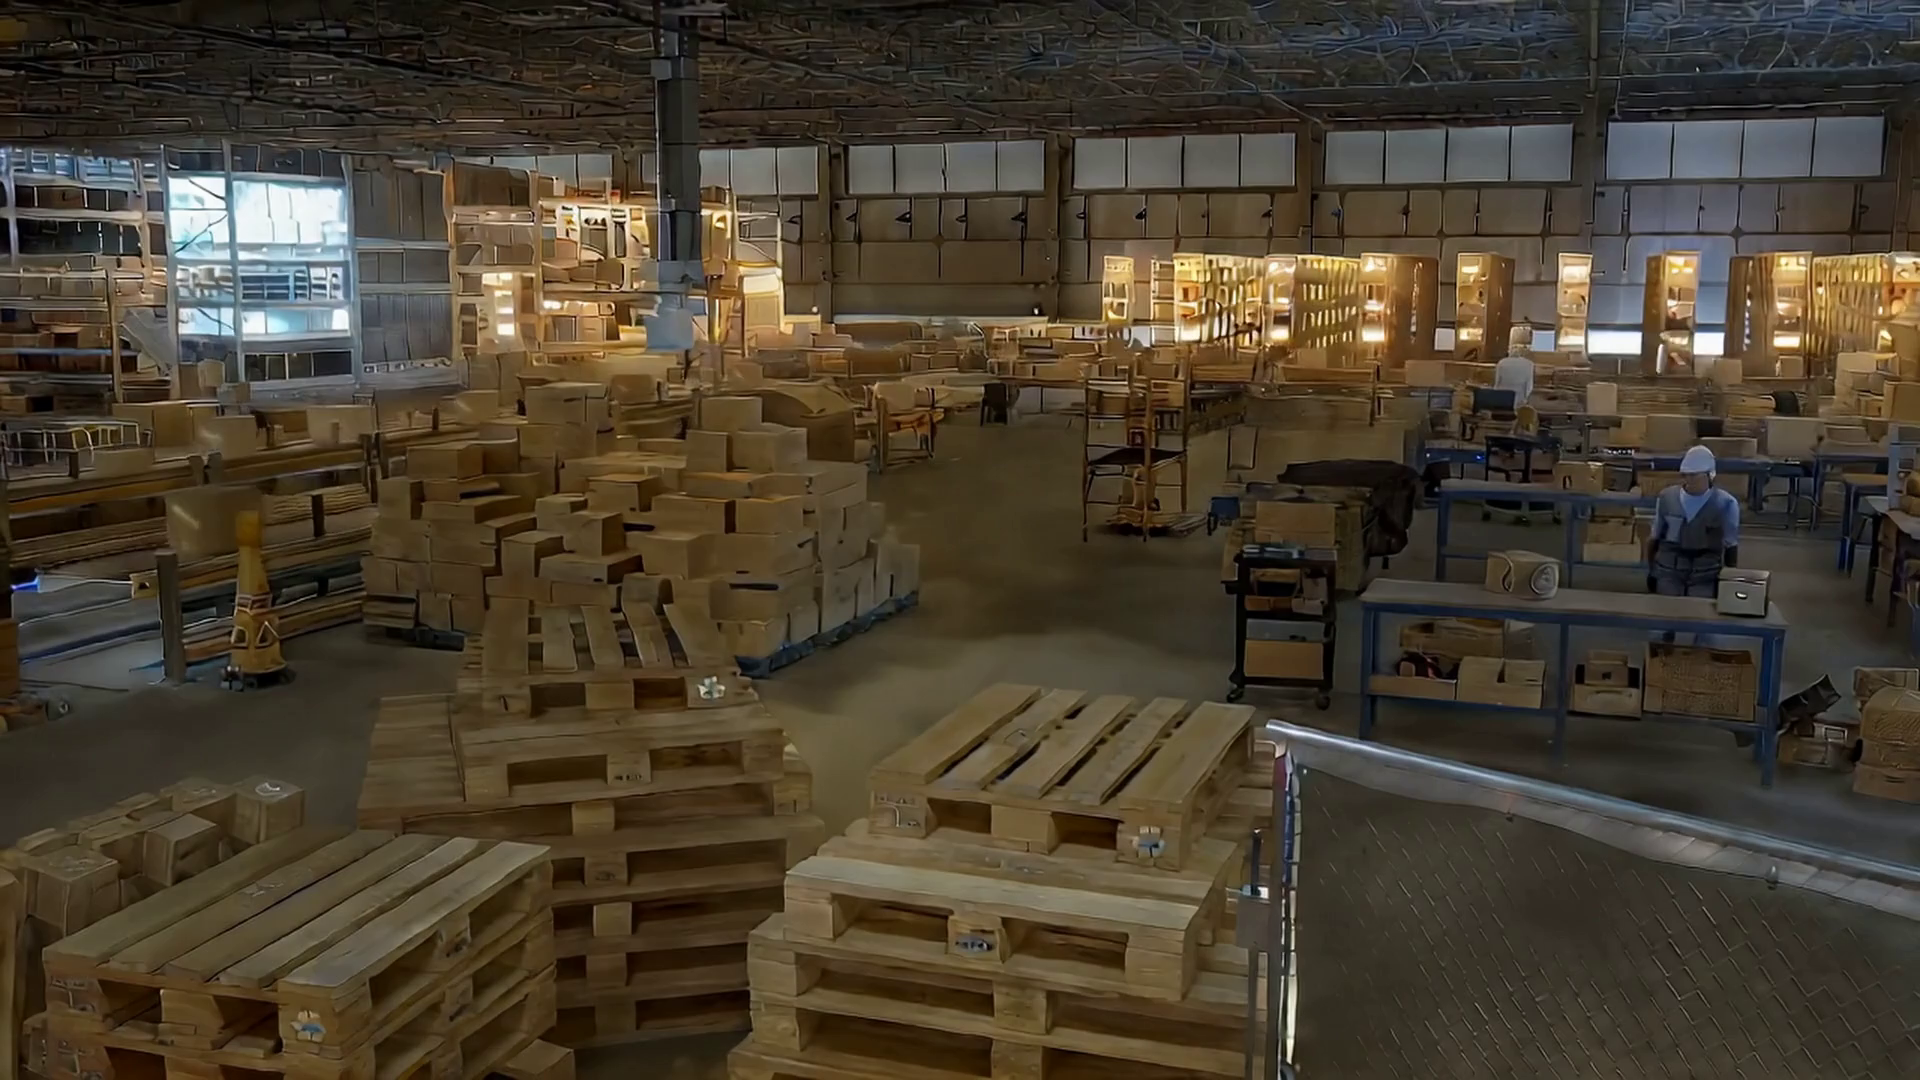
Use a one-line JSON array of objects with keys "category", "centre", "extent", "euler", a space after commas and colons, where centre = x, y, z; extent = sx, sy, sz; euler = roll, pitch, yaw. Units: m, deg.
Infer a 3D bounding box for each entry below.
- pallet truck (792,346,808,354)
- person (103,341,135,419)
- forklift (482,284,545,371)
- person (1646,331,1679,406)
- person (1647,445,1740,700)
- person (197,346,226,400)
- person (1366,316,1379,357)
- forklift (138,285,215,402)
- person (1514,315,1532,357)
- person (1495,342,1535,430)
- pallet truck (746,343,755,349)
[{"category": "pallet truck", "centre": [-3.705, -4.298, 42.022], "extent": [0.653, 1.274, 1.630], "euler": [3, 10, 20]}, {"category": "person", "centre": [-14.297, -2.423, 28.303], "extent": [0.385, 1.929, 0.539], "euler": [6, 11, 31]}, {"category": "forklift", "centre": [-10.832, -4.702, 39.610], "extent": [1.129, 2.768, 1.873], "euler": [3, 10, 20]}, {"category": "person", "centre": [16.313, -3.942, 38.409], "extent": [0.853, 1.725, 0.552], "euler": [4, 10, 22]}, {"category": "person", "centre": [5.211, 0.235, 11.889], "extent": [0.590, 1.835, 0.404], "euler": [6, 11, 33]}, {"category": "person", "centre": [-14.822, -3.022, 32.963], "extent": [0.497, 1.634, 0.279], "euler": [-1, 9, -6]}, {"category": "person", "centre": [12.606, -6.032, 50.725], "extent": [0.619, 1.997, 0.373], "euler": [-8, 12, -43]}, {"category": "forklift", "centre": [-17.480, -4.200, 36.461], "extent": [1.873, 2.768, 1.129], "euler": [3, 10, 19]}, {"category": "person", "centre": [16.950, -5.839, 50.018], "extent": [0.588, 1.837, 0.403], "euler": [-2, 9, -11]}, {"category": "person", "centre": [9.548, -2.470, 28.695], "extent": [0.640, 1.899, 0.397], "euler": [1, 9, 6]}, {"category": "pallet truck", "centre": [-6.183, -4.618, 44.264], "extent": [1.601, 1.201, 0.680], "euler": [-9, 12, -43]}]
